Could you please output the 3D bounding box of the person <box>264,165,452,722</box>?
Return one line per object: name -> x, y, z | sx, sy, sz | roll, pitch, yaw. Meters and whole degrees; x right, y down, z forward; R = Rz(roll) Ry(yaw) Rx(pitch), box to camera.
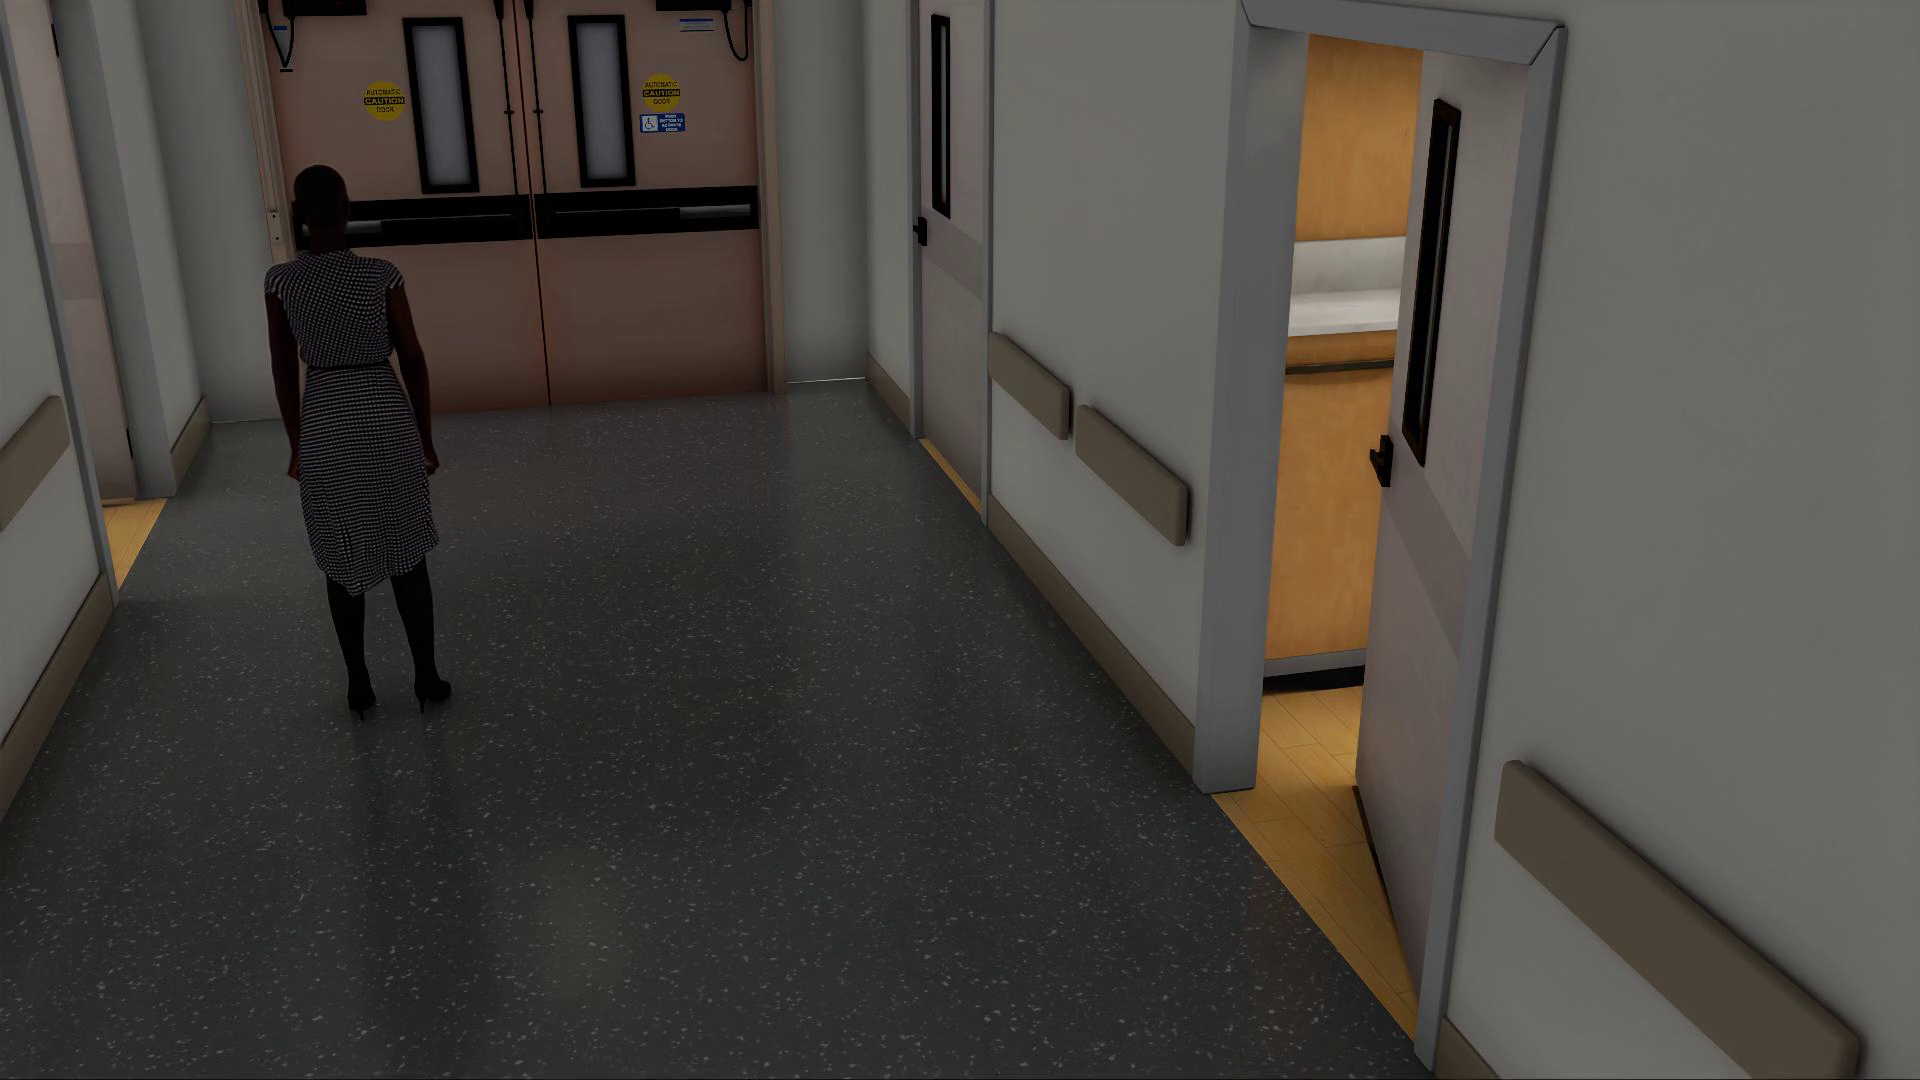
person -> -1.895, -0.279, 5.250 | 0.631, 1.786, 0.546 | -3, 21, -8
